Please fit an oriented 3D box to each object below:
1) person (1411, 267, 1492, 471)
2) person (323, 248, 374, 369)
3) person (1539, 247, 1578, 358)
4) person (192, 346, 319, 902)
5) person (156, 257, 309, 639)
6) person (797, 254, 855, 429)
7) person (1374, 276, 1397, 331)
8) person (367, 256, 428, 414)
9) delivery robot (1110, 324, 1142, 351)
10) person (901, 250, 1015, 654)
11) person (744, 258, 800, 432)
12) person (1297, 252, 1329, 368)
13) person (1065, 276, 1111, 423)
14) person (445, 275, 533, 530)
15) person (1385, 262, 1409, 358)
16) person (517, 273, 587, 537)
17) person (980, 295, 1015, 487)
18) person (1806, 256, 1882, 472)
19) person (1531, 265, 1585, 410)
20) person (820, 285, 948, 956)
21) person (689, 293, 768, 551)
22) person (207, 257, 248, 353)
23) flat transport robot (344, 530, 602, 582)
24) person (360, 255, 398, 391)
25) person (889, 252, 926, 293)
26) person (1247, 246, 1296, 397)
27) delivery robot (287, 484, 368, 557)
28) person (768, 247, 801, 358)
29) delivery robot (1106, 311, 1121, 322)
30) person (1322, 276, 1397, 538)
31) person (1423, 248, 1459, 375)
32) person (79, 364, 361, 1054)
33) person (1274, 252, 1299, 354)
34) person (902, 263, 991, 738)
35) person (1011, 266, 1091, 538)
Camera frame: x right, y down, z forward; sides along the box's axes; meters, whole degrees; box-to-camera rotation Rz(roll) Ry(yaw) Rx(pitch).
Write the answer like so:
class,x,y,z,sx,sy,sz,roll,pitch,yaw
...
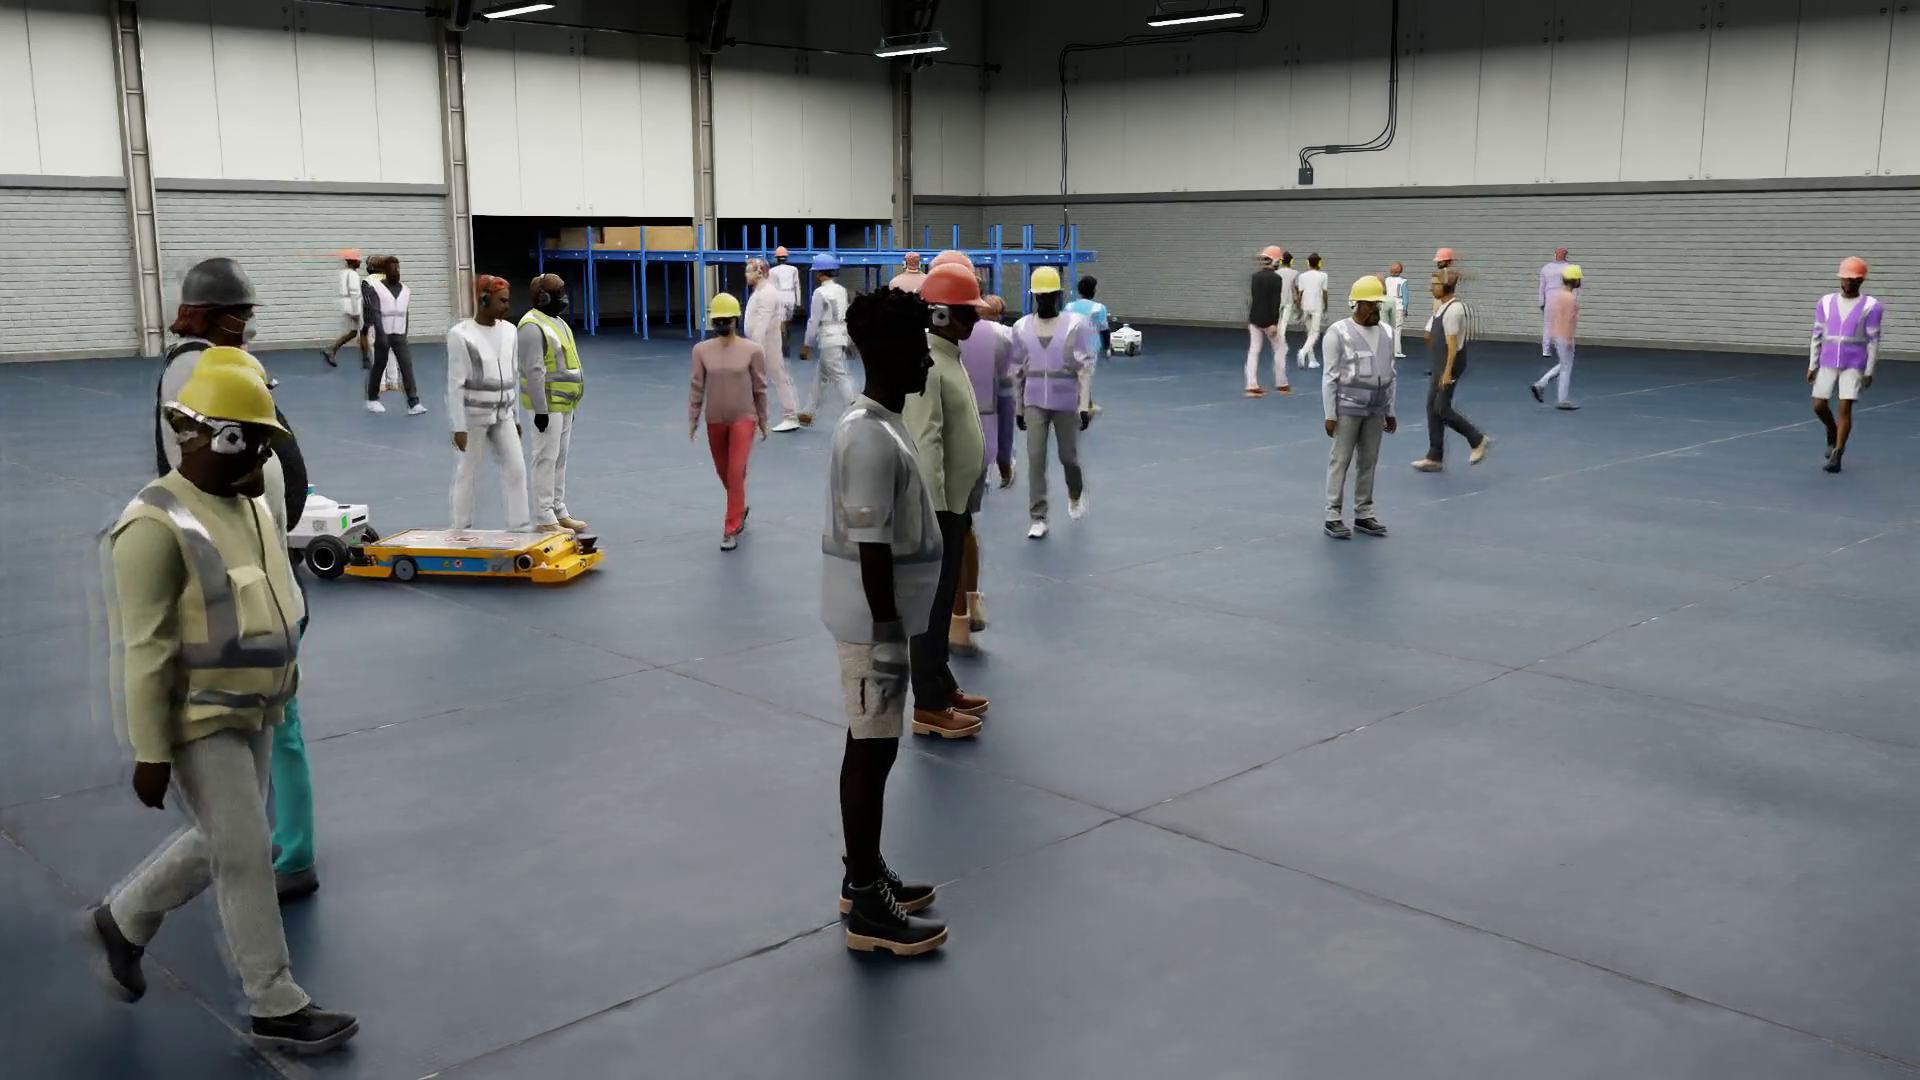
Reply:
class,x,y,z,sx,sy,sz,roll,pitch,yaw
person,4.427,-1.522,14.906,0.591,1.827,0.527,0,10,0
person,-9.684,-3.665,26.372,0.796,1.916,0.548,-7,13,-34
person,10.398,-4.123,28.878,0.653,1.906,0.408,8,13,38
person,-2.261,0.270,5.309,0.322,1.767,0.530,-4,11,-22
person,-2.856,-0.085,6.607,0.560,2.000,0.704,-6,12,-28
person,-1.486,-2.134,18.040,0.941,1.900,0.614,3,11,15
person,5.354,-2.599,21.426,0.498,1.586,0.853,3,11,16
person,-6.800,-2.445,19.859,1.024,1.874,0.585,8,13,37
delivery robot,2.945,-3.590,29.517,0.477,0.478,0.707,6,12,30
person,-0.059,-0.449,8.497,0.635,2.029,0.524,-7,12,-33
person,-2.198,-2.079,17.875,0.999,1.855,0.648,-4,11,-23
person,5.585,-3.651,26.471,0.528,1.847,0.778,9,13,39
person,1.448,-2.184,19.005,0.548,1.645,0.887,7,13,34
person,-2.973,-0.763,10.698,0.875,1.847,0.627,7,13,35
person,7.531,-3.981,28.827,0.306,1.641,0.523,-9,14,-42
person,-2.857,-0.939,11.686,0.429,1.846,0.626,1,10,4
person,0.278,-1.281,14.199,0.541,1.591,0.831,2,11,12
person,7.988,-1.593,15.033,0.571,1.925,0.545,10,14,42
person,7.332,-2.470,20.261,0.485,1.752,0.543,0,10,3
person,-0.233,0.226,4.994,0.372,1.966,0.603,-1,10,-3
person,-1.583,-0.851,11.526,0.534,1.732,0.855,1,10,8
person,-6.933,-1.706,15.696,0.399,1.908,0.643,-6,12,-31
flat transport robot,-3.062,0.087,10.497,1.431,0.197,0.652,1,10,7
person,-7.961,-2.969,22.759,0.429,1.845,0.621,4,11,21
person,-0.597,-2.642,20.799,0.653,1.906,0.405,-4,11,-19
person,4.128,-2.882,21.949,0.844,1.957,0.607,-7,12,-33
delivery robot,-4.142,-0.110,10.545,0.707,0.478,0.477,1,11,7
person,-3.127,-4.164,29.112,0.578,1.897,0.914,-5,12,-27
delivery robot,3.095,-4.675,34.726,0.335,0.223,0.698,-6,12,-28
person,2.822,-0.937,11.711,0.591,1.832,0.403,-5,11,-24
person,7.151,-3.377,24.767,0.566,1.916,0.588,-3,11,-15
person,-2.011,0.433,4.373,0.795,1.791,0.614,1,10,6
person,5.745,-4.176,29.458,0.512,1.820,1.027,6,12,29
person,-0.063,-0.178,7.126,0.379,1.994,0.611,1,10,8
person,0.665,-1.001,11.874,0.602,1.904,0.794,3,11,17
